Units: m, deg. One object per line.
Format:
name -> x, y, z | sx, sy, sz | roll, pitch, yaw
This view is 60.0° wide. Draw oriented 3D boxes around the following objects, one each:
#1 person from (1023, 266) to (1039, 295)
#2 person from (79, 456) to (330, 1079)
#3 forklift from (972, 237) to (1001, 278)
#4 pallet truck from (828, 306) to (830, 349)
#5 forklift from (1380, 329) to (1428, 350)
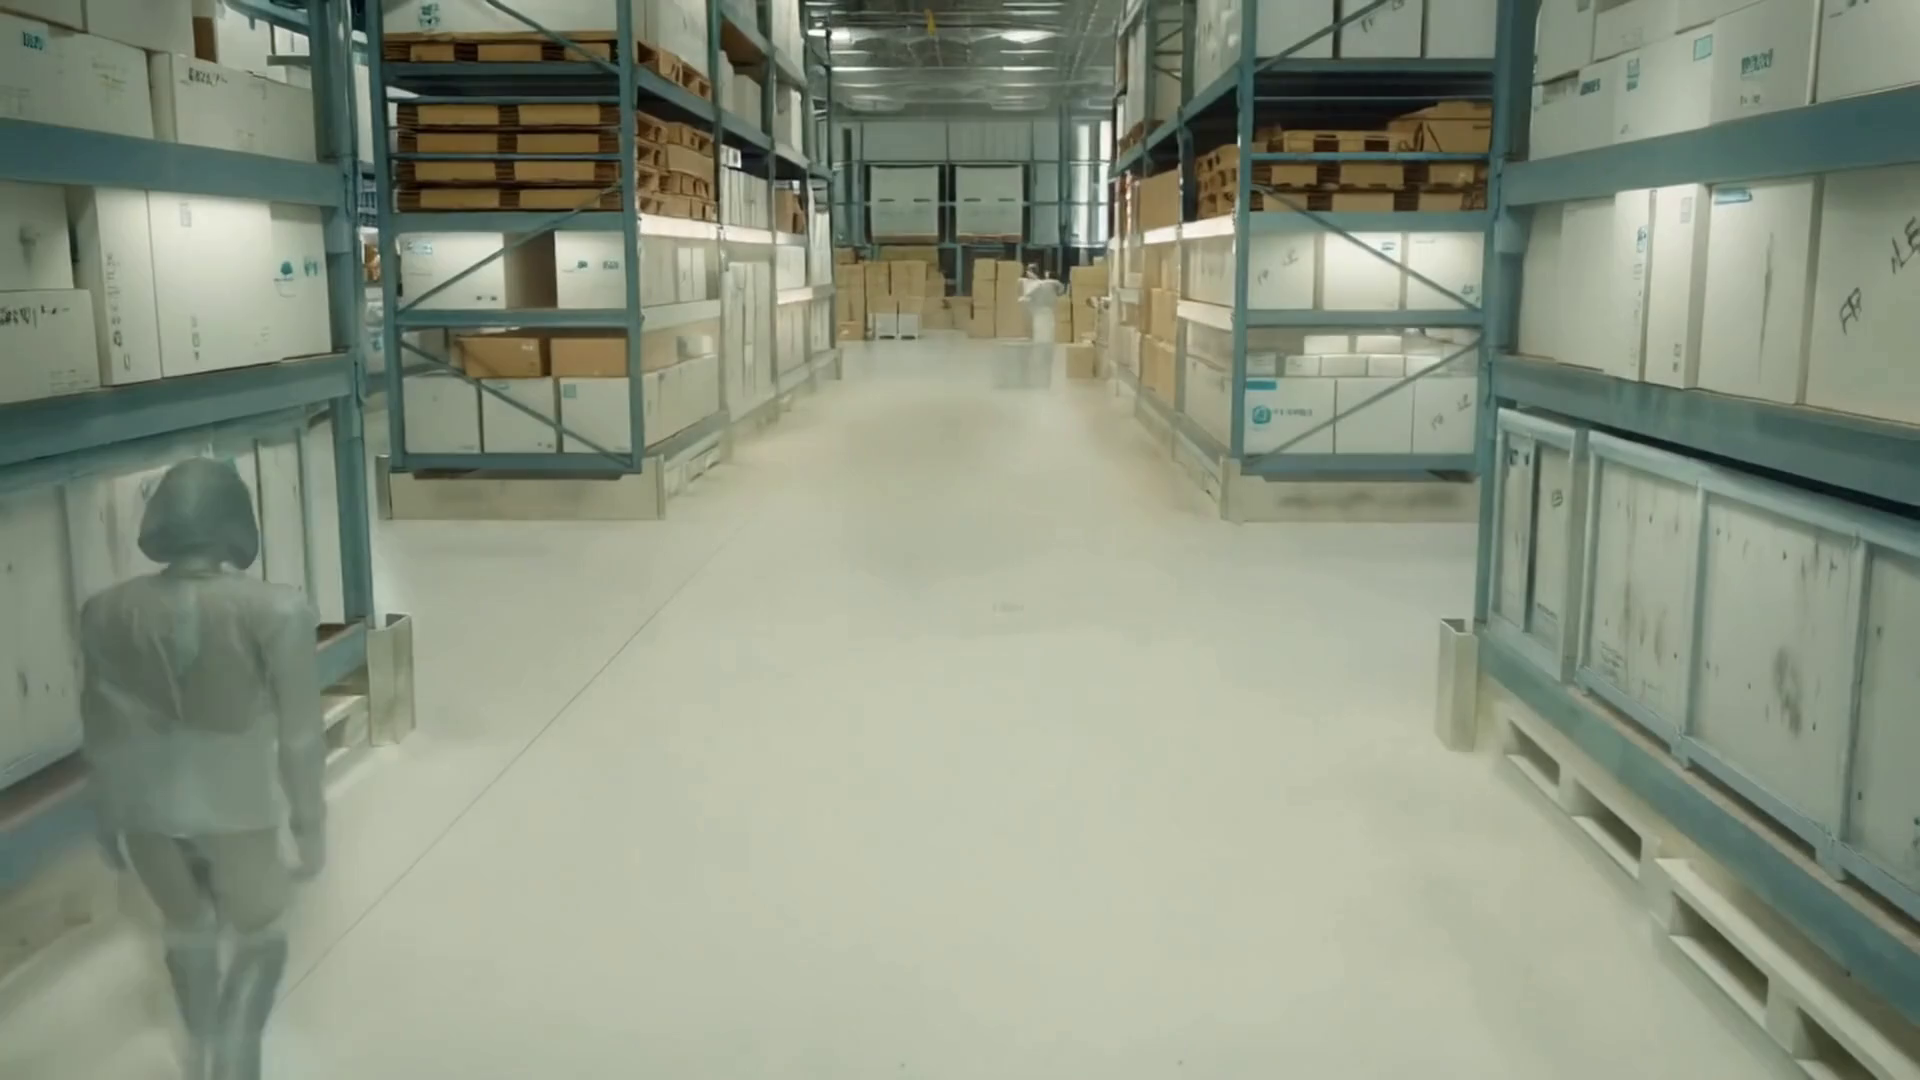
person -> 2.532, -8.791, 59.233 | 0.625, 1.876, 0.984 | -3, 10, -19
person -> -1.654, 0.627, 3.628 | 0.505, 1.607, 0.547 | -1, 10, -7
forklift -> 0.842, -8.322, 53.408 | 1.129, 2.768, 1.873 | 0, 9, 1
pallet truck -> -3.100, -3.940, 29.800 | 1.885, 1.965, 0.823 | 3, 10, 19
forklift -> 9.758, -5.760, 38.065 | 1.873, 2.768, 1.129 | 2, 10, 10
